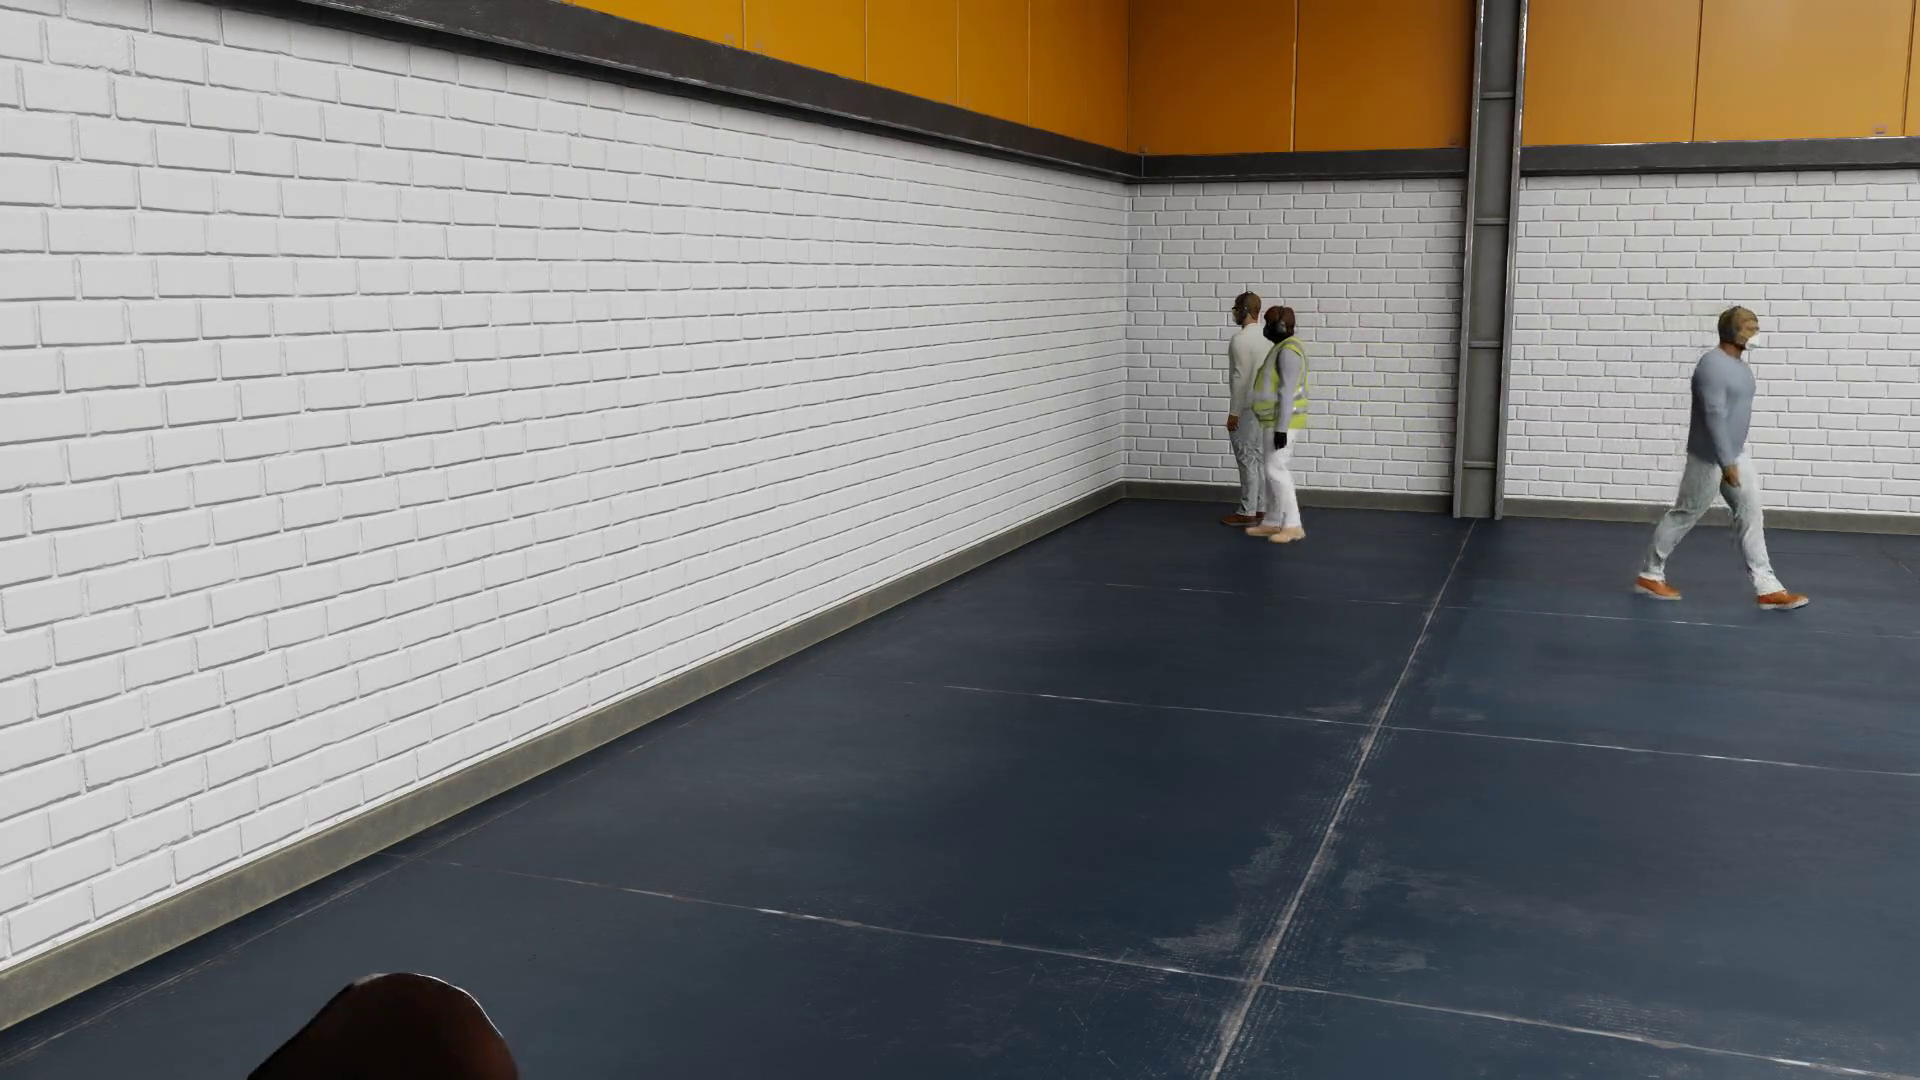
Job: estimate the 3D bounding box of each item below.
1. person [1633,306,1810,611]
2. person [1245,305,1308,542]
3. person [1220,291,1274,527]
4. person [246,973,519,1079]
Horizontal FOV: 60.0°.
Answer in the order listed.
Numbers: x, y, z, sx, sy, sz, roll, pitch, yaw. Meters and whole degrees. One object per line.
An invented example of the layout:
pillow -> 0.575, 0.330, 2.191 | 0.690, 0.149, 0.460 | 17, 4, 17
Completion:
person -> 4.743, -0.507, 10.363 | 0.638, 1.890, 1.038 | -8, 12, -40
person -> 2.488, -0.905, 12.986 | 0.429, 1.844, 0.644 | 1, 9, 5
person -> 2.386, -1.079, 13.753 | 0.353, 1.937, 0.635 | 6, 11, 33
person -> -0.499, 0.915, 0.922 | 0.384, 2.043, 0.609 | 5, 10, 30
